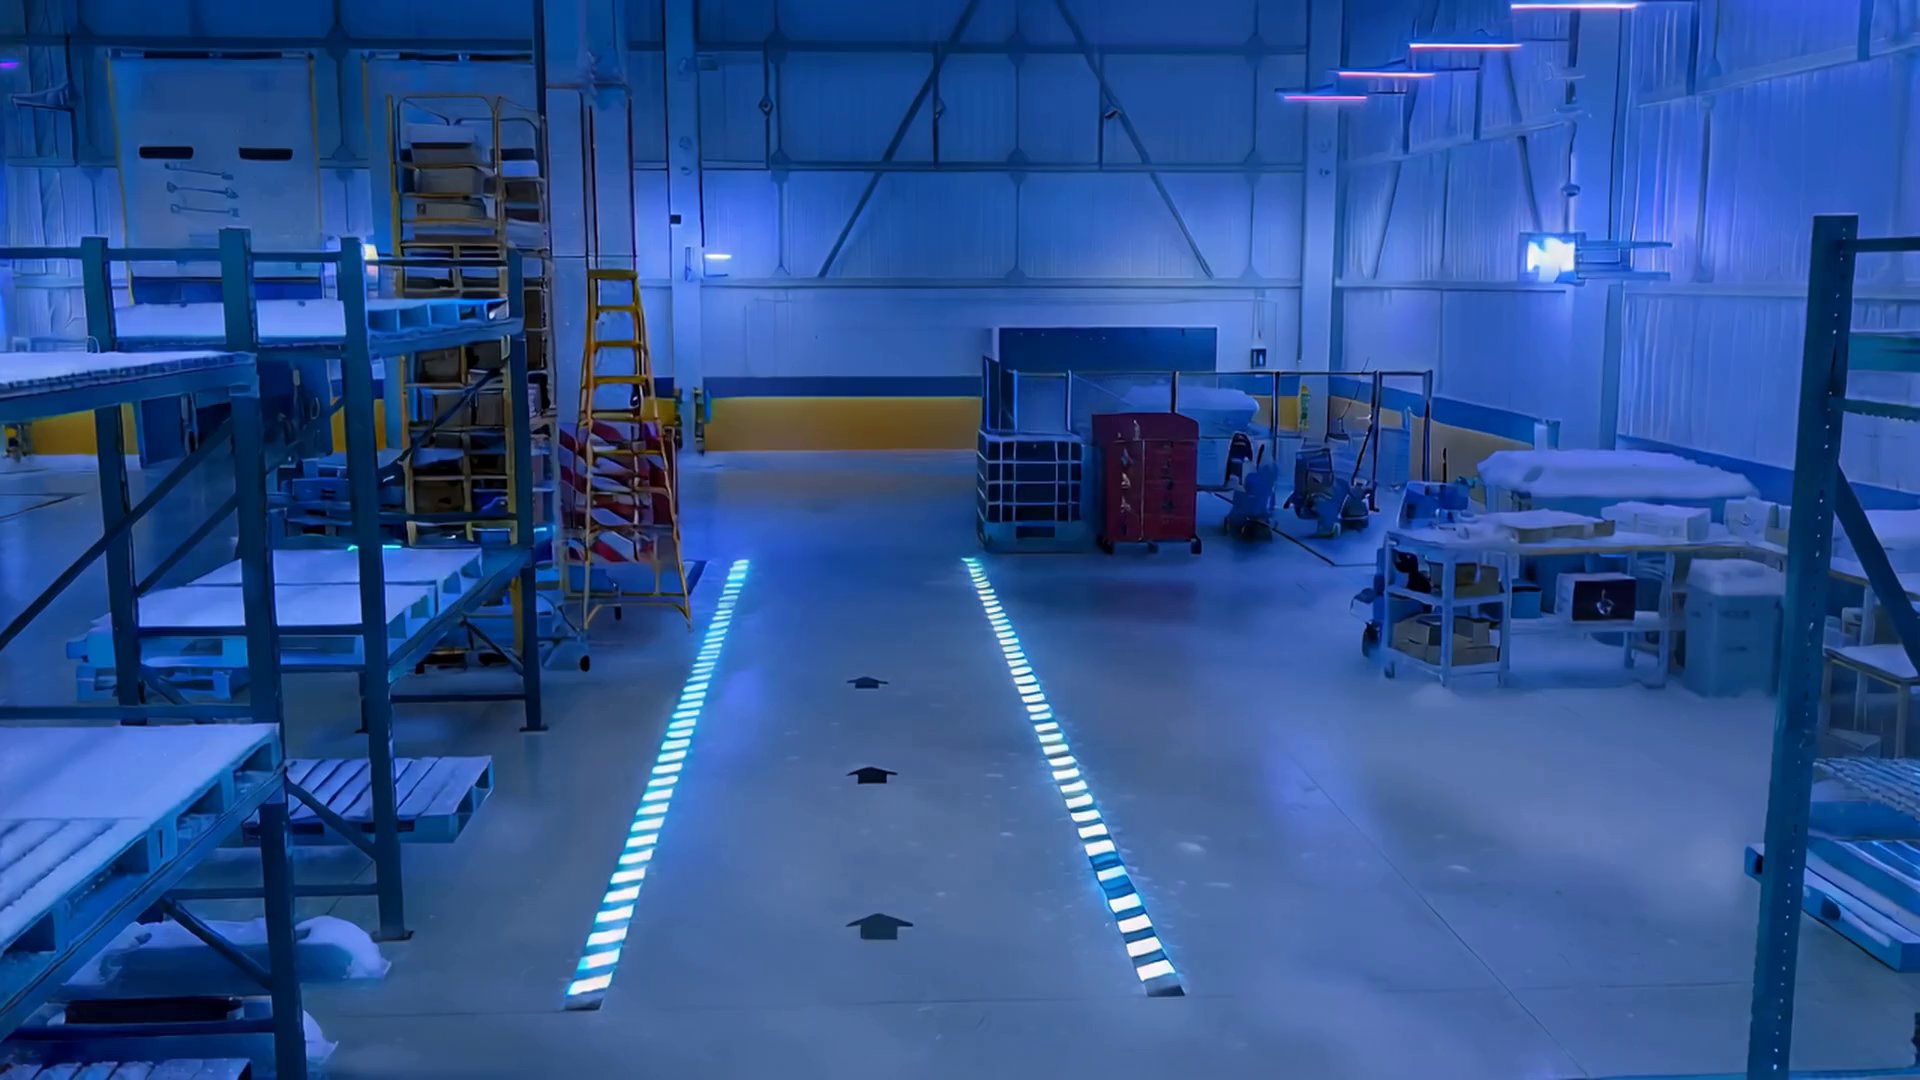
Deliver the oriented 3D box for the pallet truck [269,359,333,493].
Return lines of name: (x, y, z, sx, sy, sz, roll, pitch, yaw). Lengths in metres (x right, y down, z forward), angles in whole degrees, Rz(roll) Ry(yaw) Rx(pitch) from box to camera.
pallet truck: (-7.062, -1.131, 18.996, 1.885, 1.965, 0.823, 2, 9, 13)
